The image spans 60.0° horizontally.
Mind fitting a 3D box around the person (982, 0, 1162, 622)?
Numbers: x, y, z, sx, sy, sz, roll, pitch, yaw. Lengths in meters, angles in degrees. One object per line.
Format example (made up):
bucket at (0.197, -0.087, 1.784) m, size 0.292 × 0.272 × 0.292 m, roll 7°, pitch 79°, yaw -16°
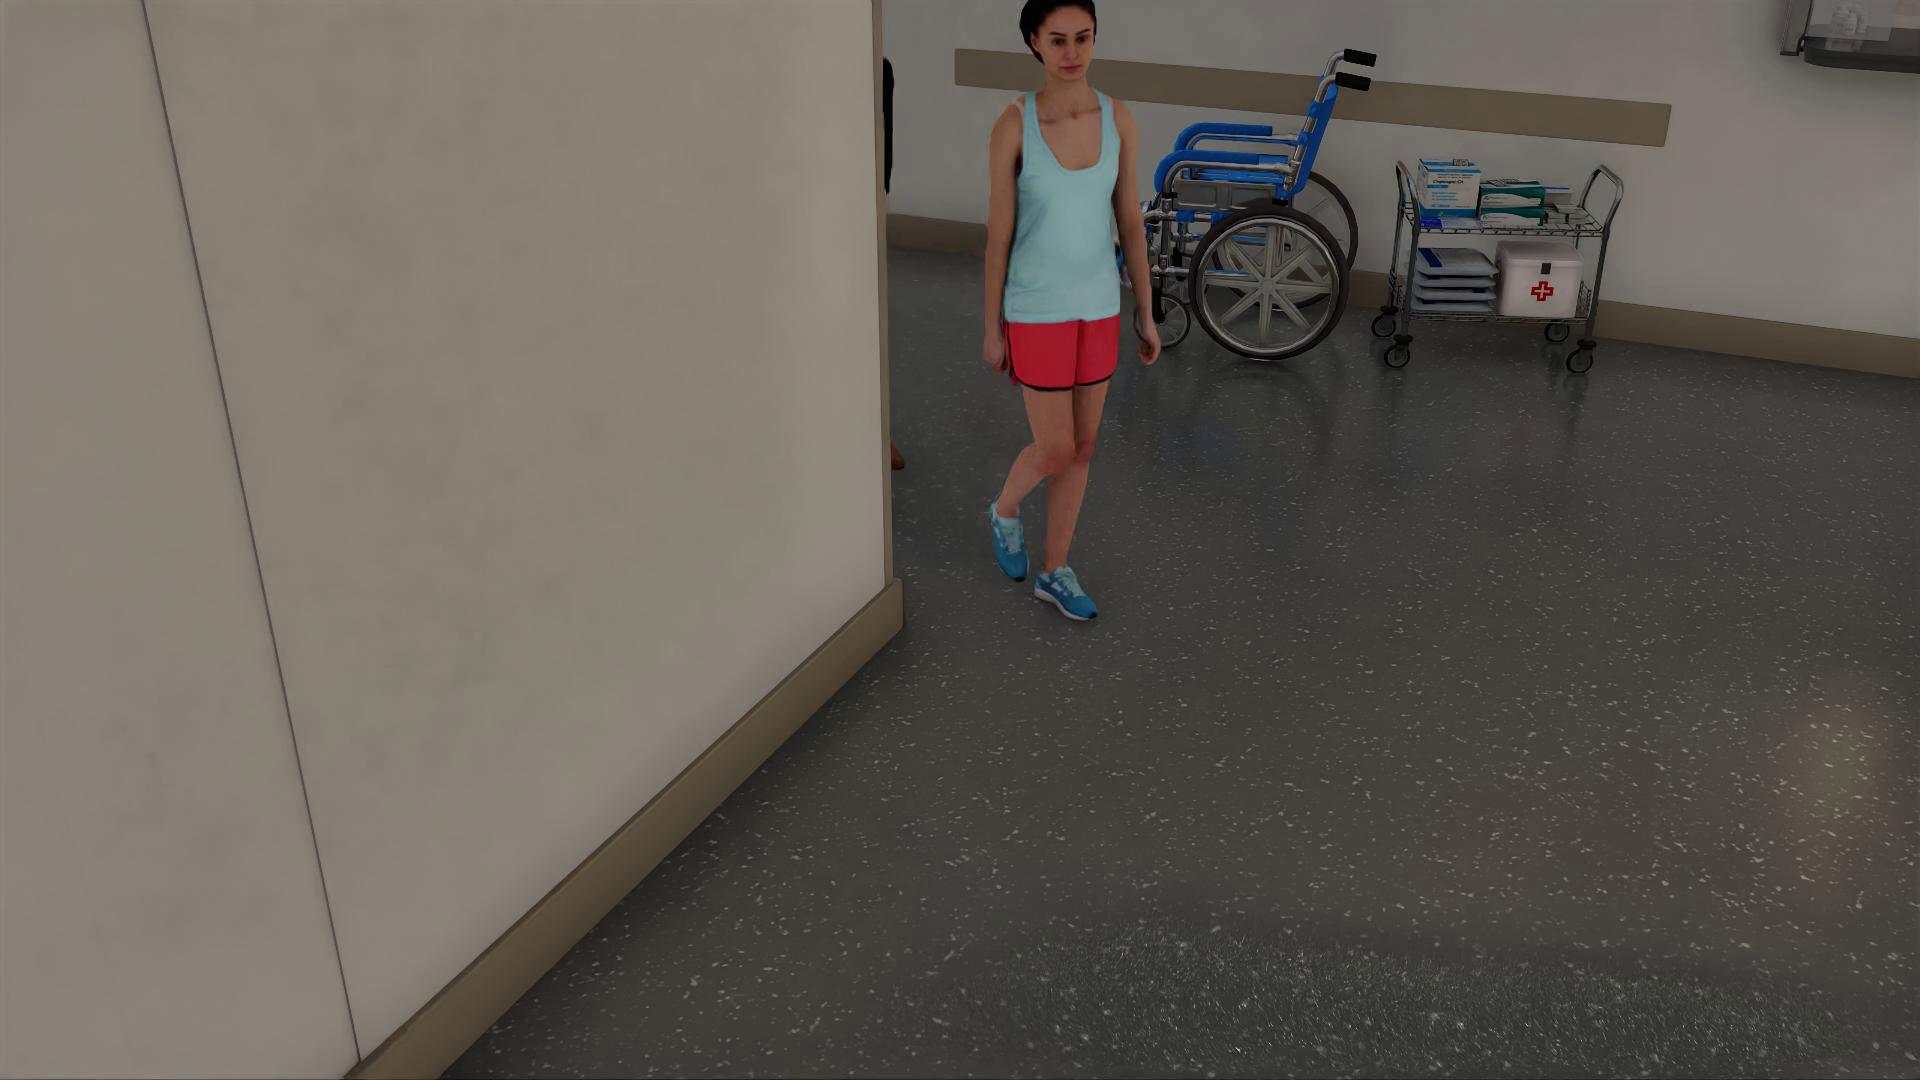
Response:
person at (0.232, -0.624, 4.578) m, size 0.797 × 1.755 × 0.850 m, roll -13°, pitch 29°, yaw -25°
